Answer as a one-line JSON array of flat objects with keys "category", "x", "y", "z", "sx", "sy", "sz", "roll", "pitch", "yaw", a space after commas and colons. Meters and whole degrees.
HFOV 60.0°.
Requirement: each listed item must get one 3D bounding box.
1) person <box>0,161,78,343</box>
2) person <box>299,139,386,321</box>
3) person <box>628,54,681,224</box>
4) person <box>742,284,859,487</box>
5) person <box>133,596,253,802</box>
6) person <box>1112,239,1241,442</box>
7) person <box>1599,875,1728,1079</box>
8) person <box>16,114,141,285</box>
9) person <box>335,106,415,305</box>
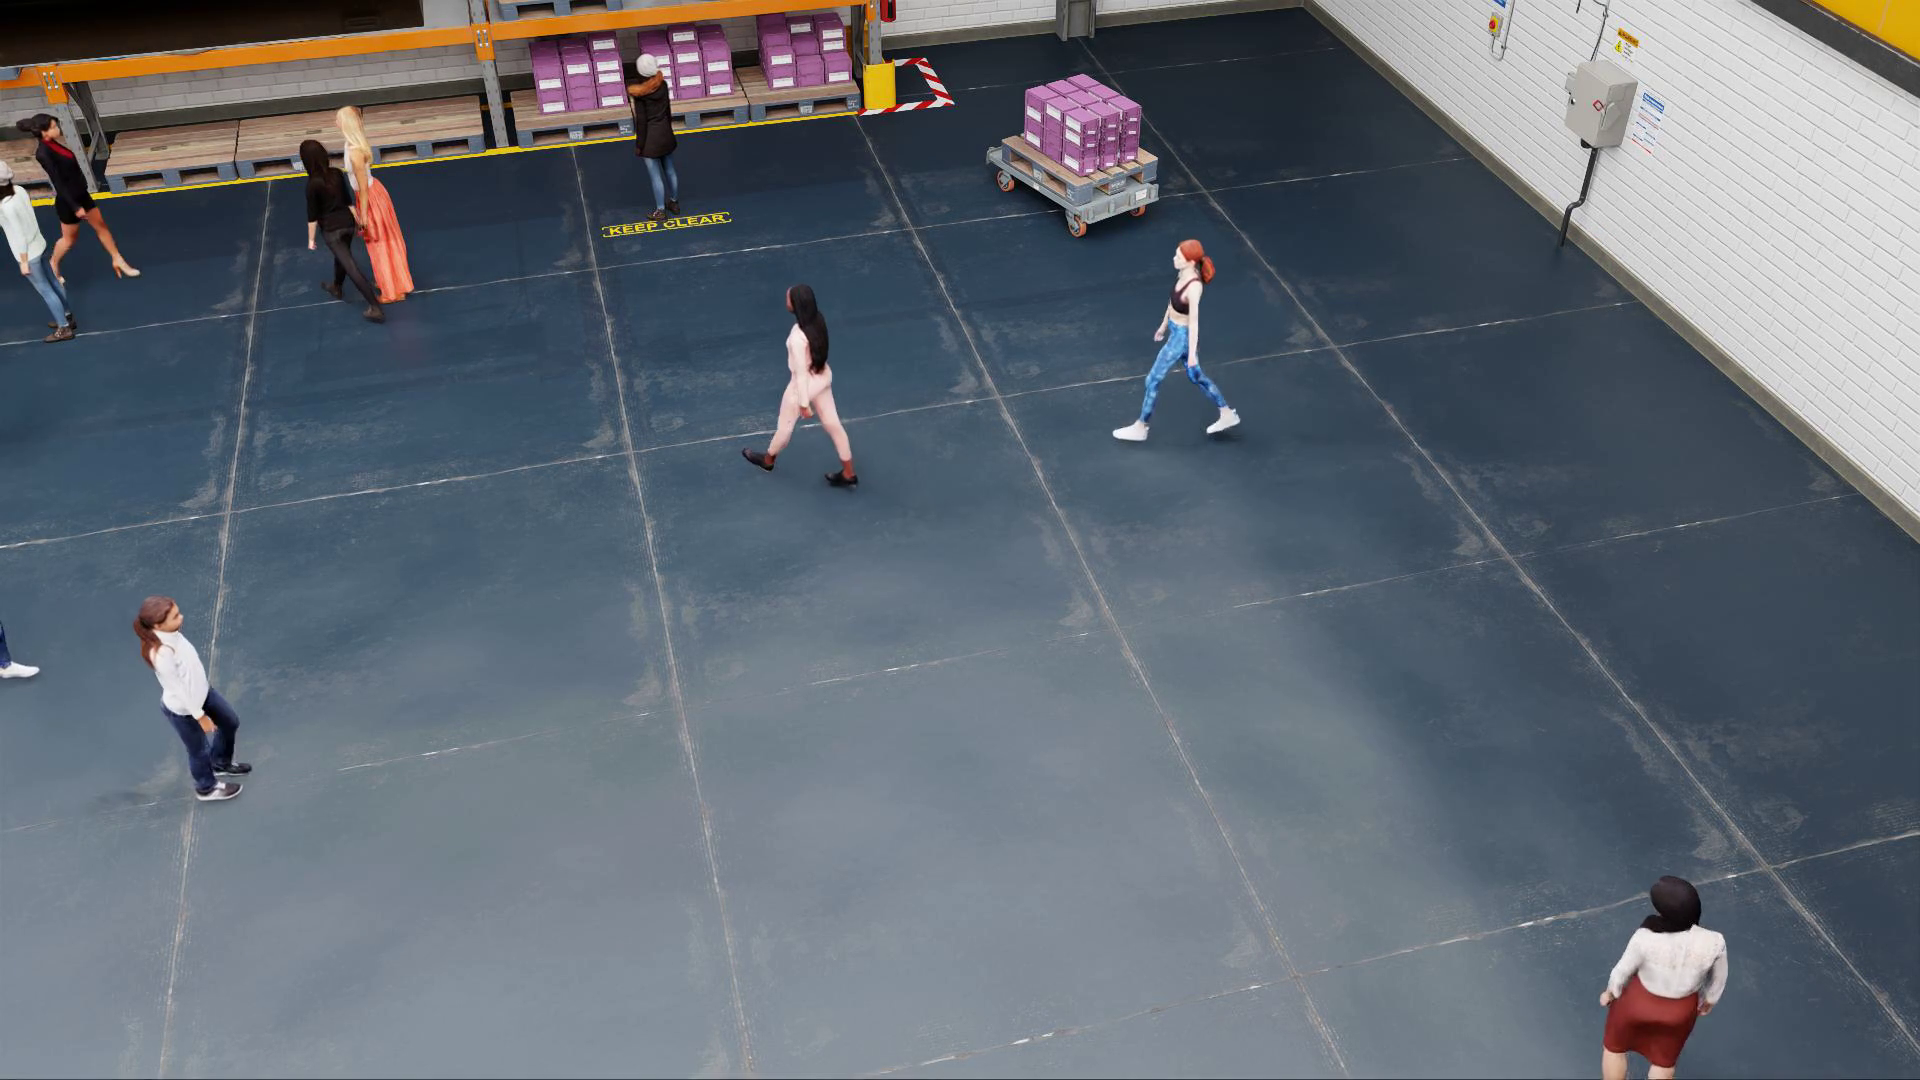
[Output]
[{"category": "person", "x": -7.780, "y": -2.433, "z": 13.918, "sx": 0.516, "sy": 1.650, "sz": 0.584, "roll": -6, "pitch": 39, "yaw": -8}, {"category": "person", "x": -5.232, "y": -2.602, "z": 14.167, "sx": 1.105, "sy": 1.603, "sz": 0.998, "roll": 18, "pitch": 42, "yaw": 21}, {"category": "person", "x": -2.856, "y": -3.780, "z": 15.619, "sx": 0.809, "sy": 1.633, "sz": 0.734, "roll": 25, "pitch": 45, "yaw": 28}, {"category": "person", "x": -1.011, "y": -1.084, "z": 12.208, "sx": 1.218, "sy": 1.676, "sz": 1.063, "roll": 14, "pitch": 41, "yaw": 16}, {"category": "person", "x": -4.610, "y": 0.960, "z": 9.756, "sx": 0.593, "sy": 1.541, "sz": 0.550, "roll": -4, "pitch": 39, "yaw": -5}, {"category": "person", "x": 1.776, "y": -1.485, "z": 12.660, "sx": 1.283, "sy": 1.739, "sz": 0.821, "roll": 1, "pitch": 39, "yaw": 1}, {"category": "person", "x": 3.369, "y": 2.263, "z": 7.971, "sx": 0.657, "sy": 1.733, "sz": 0.821, "roll": 15, "pitch": 41, "yaw": 17}, {"category": "person", "x": -7.855, "y": -2.919, "z": 14.559, "sx": 1.006, "sy": 1.608, "sz": 0.616, "roll": -6, "pitch": 39, "yaw": -8}, {"category": "person", "x": -5.086, "y": -2.903, "z": 14.384, "sx": 0.563, "sy": 1.802, "sz": 0.614, "roll": -9, "pitch": 39, "yaw": -11}]
